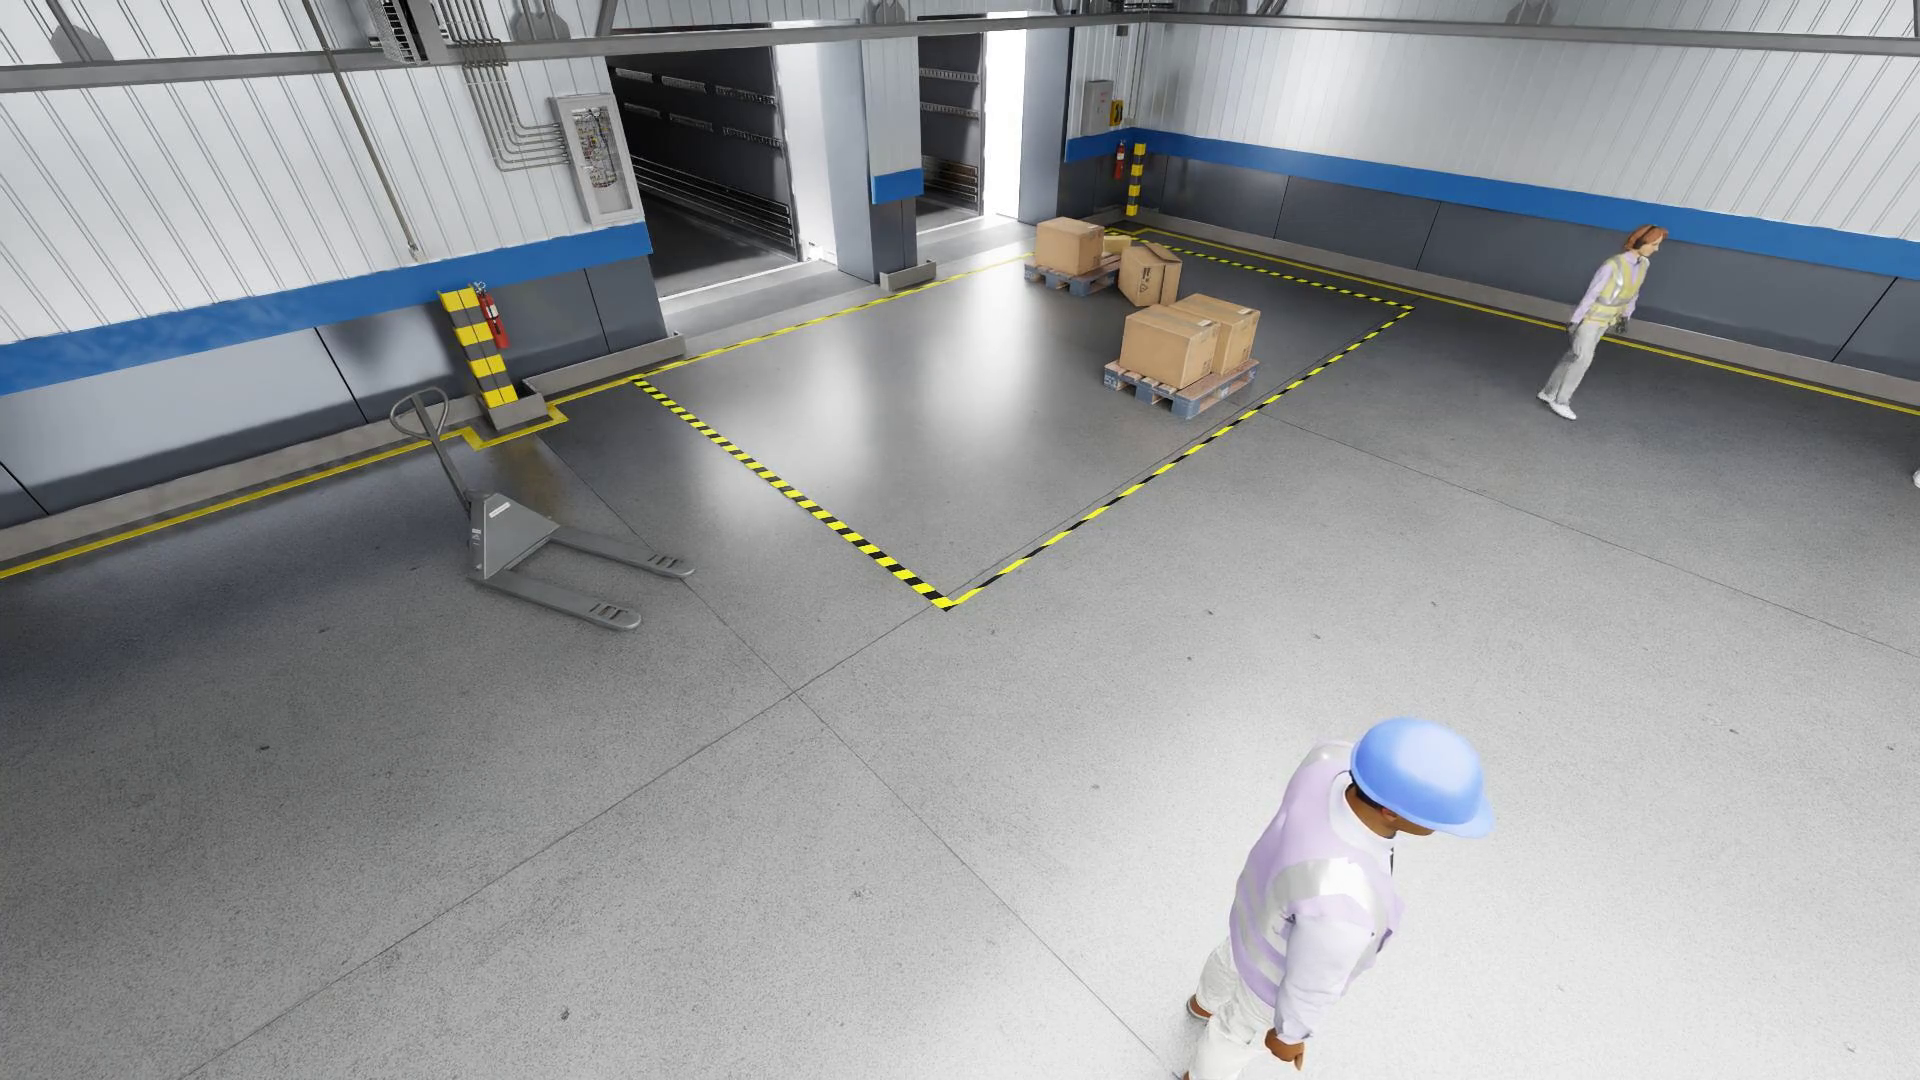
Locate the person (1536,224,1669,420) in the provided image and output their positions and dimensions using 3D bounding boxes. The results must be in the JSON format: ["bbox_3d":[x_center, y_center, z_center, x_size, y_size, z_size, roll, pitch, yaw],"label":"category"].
[{"bbox_3d":[5.593,-1.863,6.354,0.546,1.624,0.485,-14,40,-17],"label":"person"}]

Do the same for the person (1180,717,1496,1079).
[{"bbox_3d":[0.995,1.179,2.169,0.404,1.945,0.613,14,40,17],"label":"person"}]

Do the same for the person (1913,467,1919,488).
[{"bbox_3d":[7.808,-1.102,5.286,0.492,1.743,0.295,14,40,17],"label":"person"}]

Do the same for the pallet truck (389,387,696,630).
[{"bbox_3d":[-2.613,-0.247,4.593,1.601,1.201,0.680,14,40,17],"label":"pallet truck"}]
